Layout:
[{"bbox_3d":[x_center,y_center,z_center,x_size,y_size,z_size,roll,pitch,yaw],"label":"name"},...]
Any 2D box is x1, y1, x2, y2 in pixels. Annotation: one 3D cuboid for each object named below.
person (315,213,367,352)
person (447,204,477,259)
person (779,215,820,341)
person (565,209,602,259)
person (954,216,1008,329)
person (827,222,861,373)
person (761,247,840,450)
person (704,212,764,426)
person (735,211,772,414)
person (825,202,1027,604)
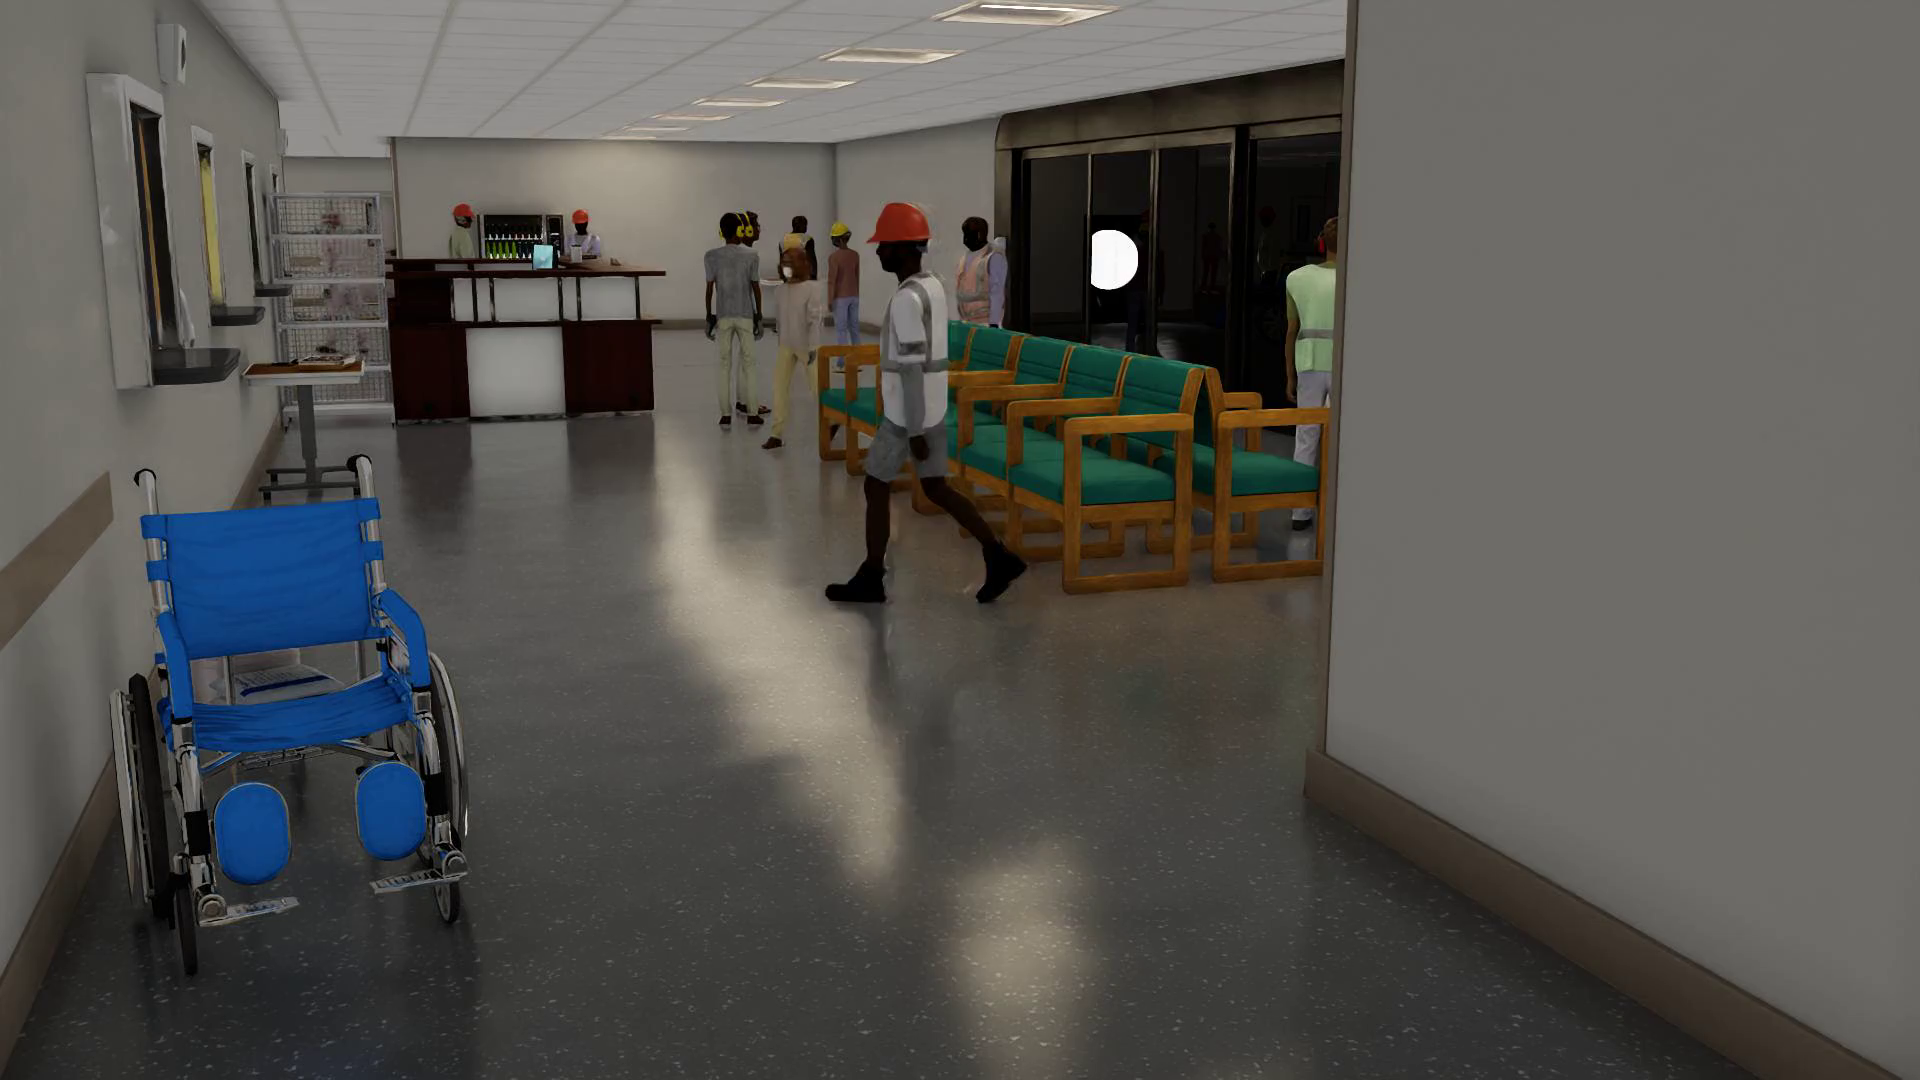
[{"bbox_3d":[-8.353,-3.453,22.430,0.661,1.872,0.660,7,13,34],"label":"person"},{"bbox_3d":[-6.672,-3.511,22.385,0.391,1.990,0.621,-8,14,-35],"label":"person"},{"bbox_3d":[-2.337,-3.826,24.391,0.633,1.842,0.429,7,13,32],"label":"person"},{"bbox_3d":[-5.308,-3.682,23.434,0.545,1.929,0.390,2,11,11],"label":"person"},{"bbox_3d":[0.176,-1.985,14.990,0.433,1.833,0.622,-8,14,-36],"label":"person"},{"bbox_3d":[-1.377,-2.842,19.559,0.334,1.761,0.531,8,14,36],"label":"person"},{"bbox_3d":[-1.272,-1.544,13.322,0.501,1.594,0.858,6,13,29],"label":"person"},{"bbox_3d":[-1.978,-1.923,14.576,0.520,1.865,0.332,0,11,0],"label":"person"},{"bbox_3d":[-1.962,-2.114,15.517,0.323,1.876,0.528,-3,11,-14],"label":"person"},{"bbox_3d":[-0.158,-0.618,7.791,0.905,1.906,0.544,3,12,17],"label":"person"}]
